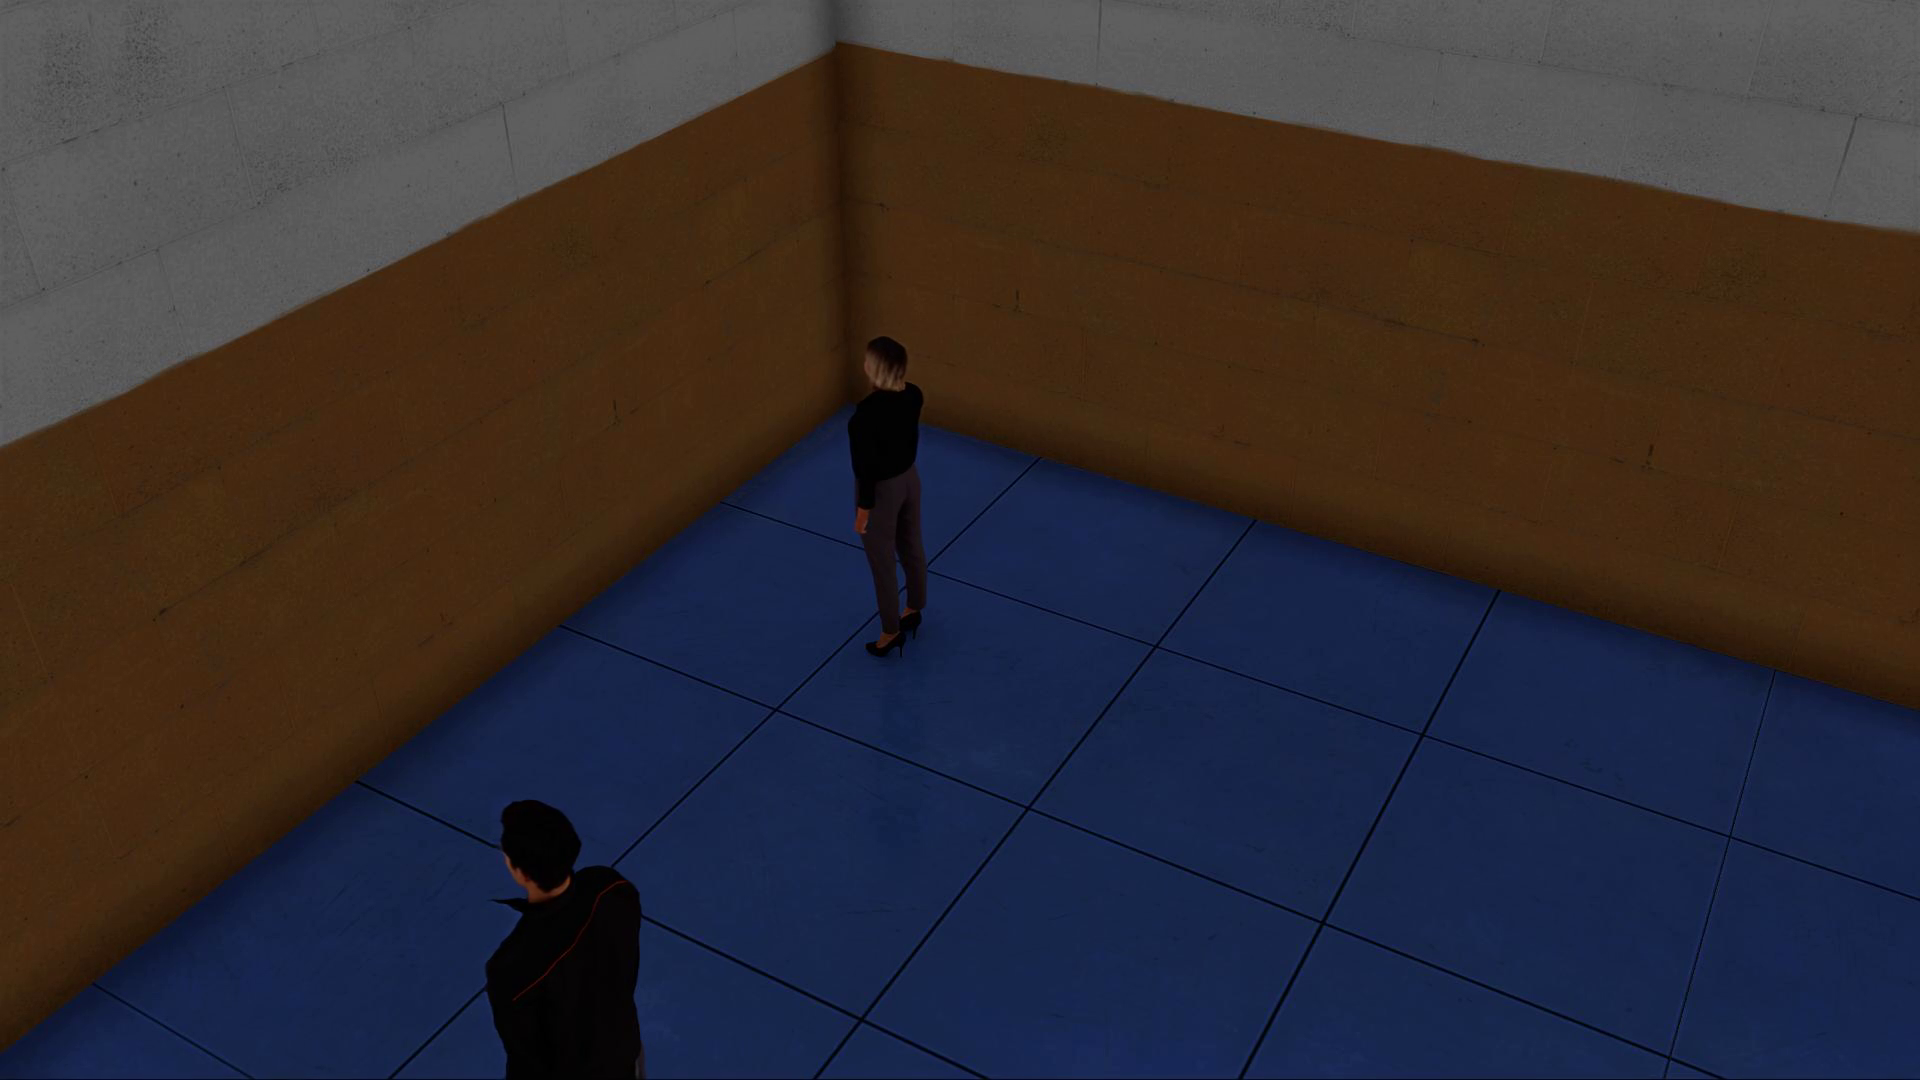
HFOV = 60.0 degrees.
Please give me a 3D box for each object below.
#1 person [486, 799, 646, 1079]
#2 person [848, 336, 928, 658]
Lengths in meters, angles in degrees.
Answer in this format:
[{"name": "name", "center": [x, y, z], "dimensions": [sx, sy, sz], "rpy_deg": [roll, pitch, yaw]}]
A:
[{"name": "person", "center": [-1.115, 1.520, 4.914], "dimensions": [0.765, 1.946, 0.535], "rpy_deg": [16, 37, 22]}, {"name": "person", "center": [-0.318, -0.183, 7.721], "dimensions": [0.672, 1.672, 0.495], "rpy_deg": [22, 39, 29]}]
